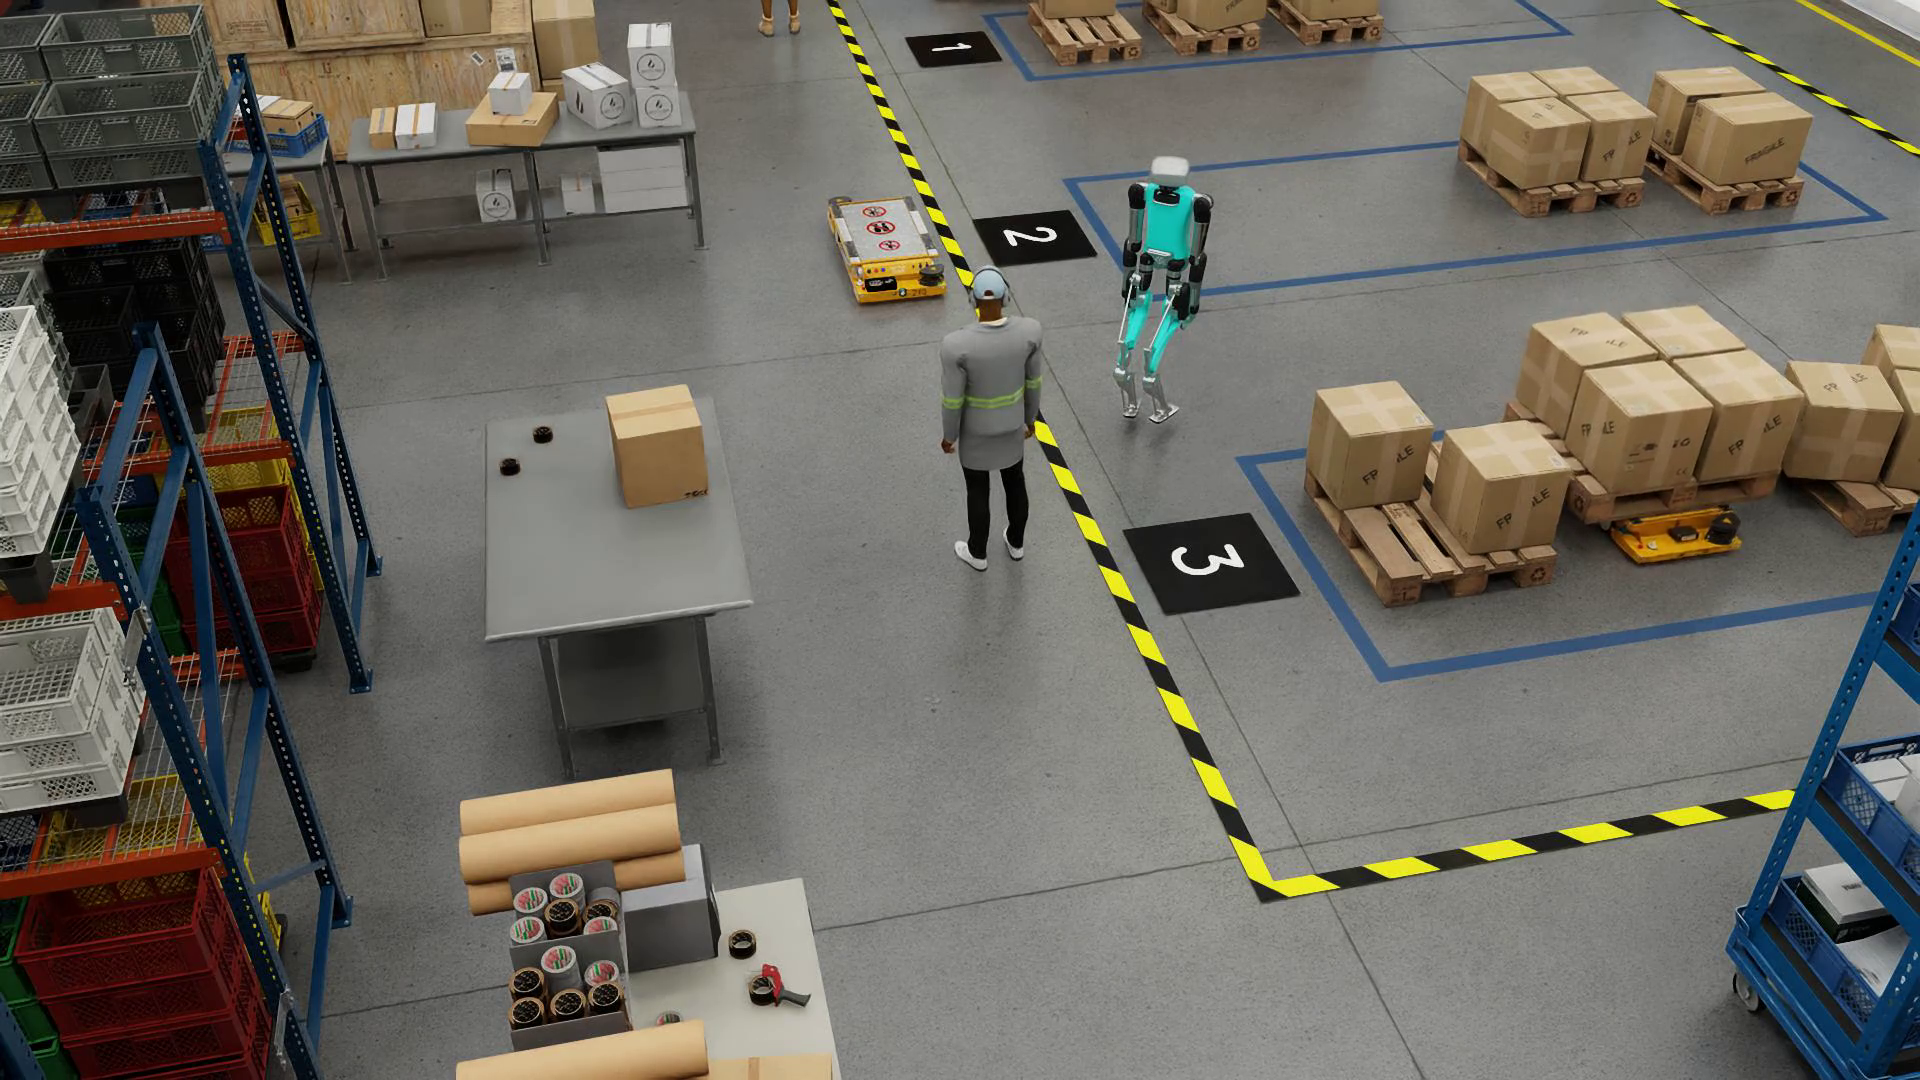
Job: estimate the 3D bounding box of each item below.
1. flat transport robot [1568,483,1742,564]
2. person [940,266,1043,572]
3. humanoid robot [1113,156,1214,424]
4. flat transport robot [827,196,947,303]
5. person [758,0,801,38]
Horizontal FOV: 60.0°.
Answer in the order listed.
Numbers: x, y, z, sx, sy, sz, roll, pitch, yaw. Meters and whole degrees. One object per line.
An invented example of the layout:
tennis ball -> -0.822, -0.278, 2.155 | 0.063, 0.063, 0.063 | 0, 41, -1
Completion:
flat transport robot -> 4.027, -0.385, 10.048 | 0.652, 0.197, 1.431 | -8, 37, -10
person -> 0.157, -0.657, 9.114 | 0.589, 1.847, 0.406 | -13, 39, -17
humanoid robot -> 1.152, -1.445, 10.154 | 0.533, 1.675, 0.735 | 18, 40, 22
flat transport robot -> -0.570, -2.220, 12.538 | 0.659, 0.231, 1.431 | -8, 37, -10
person -> -1.816, -5.870, 15.968 | 0.604, 2.033, 0.391 | -9, 38, -12
